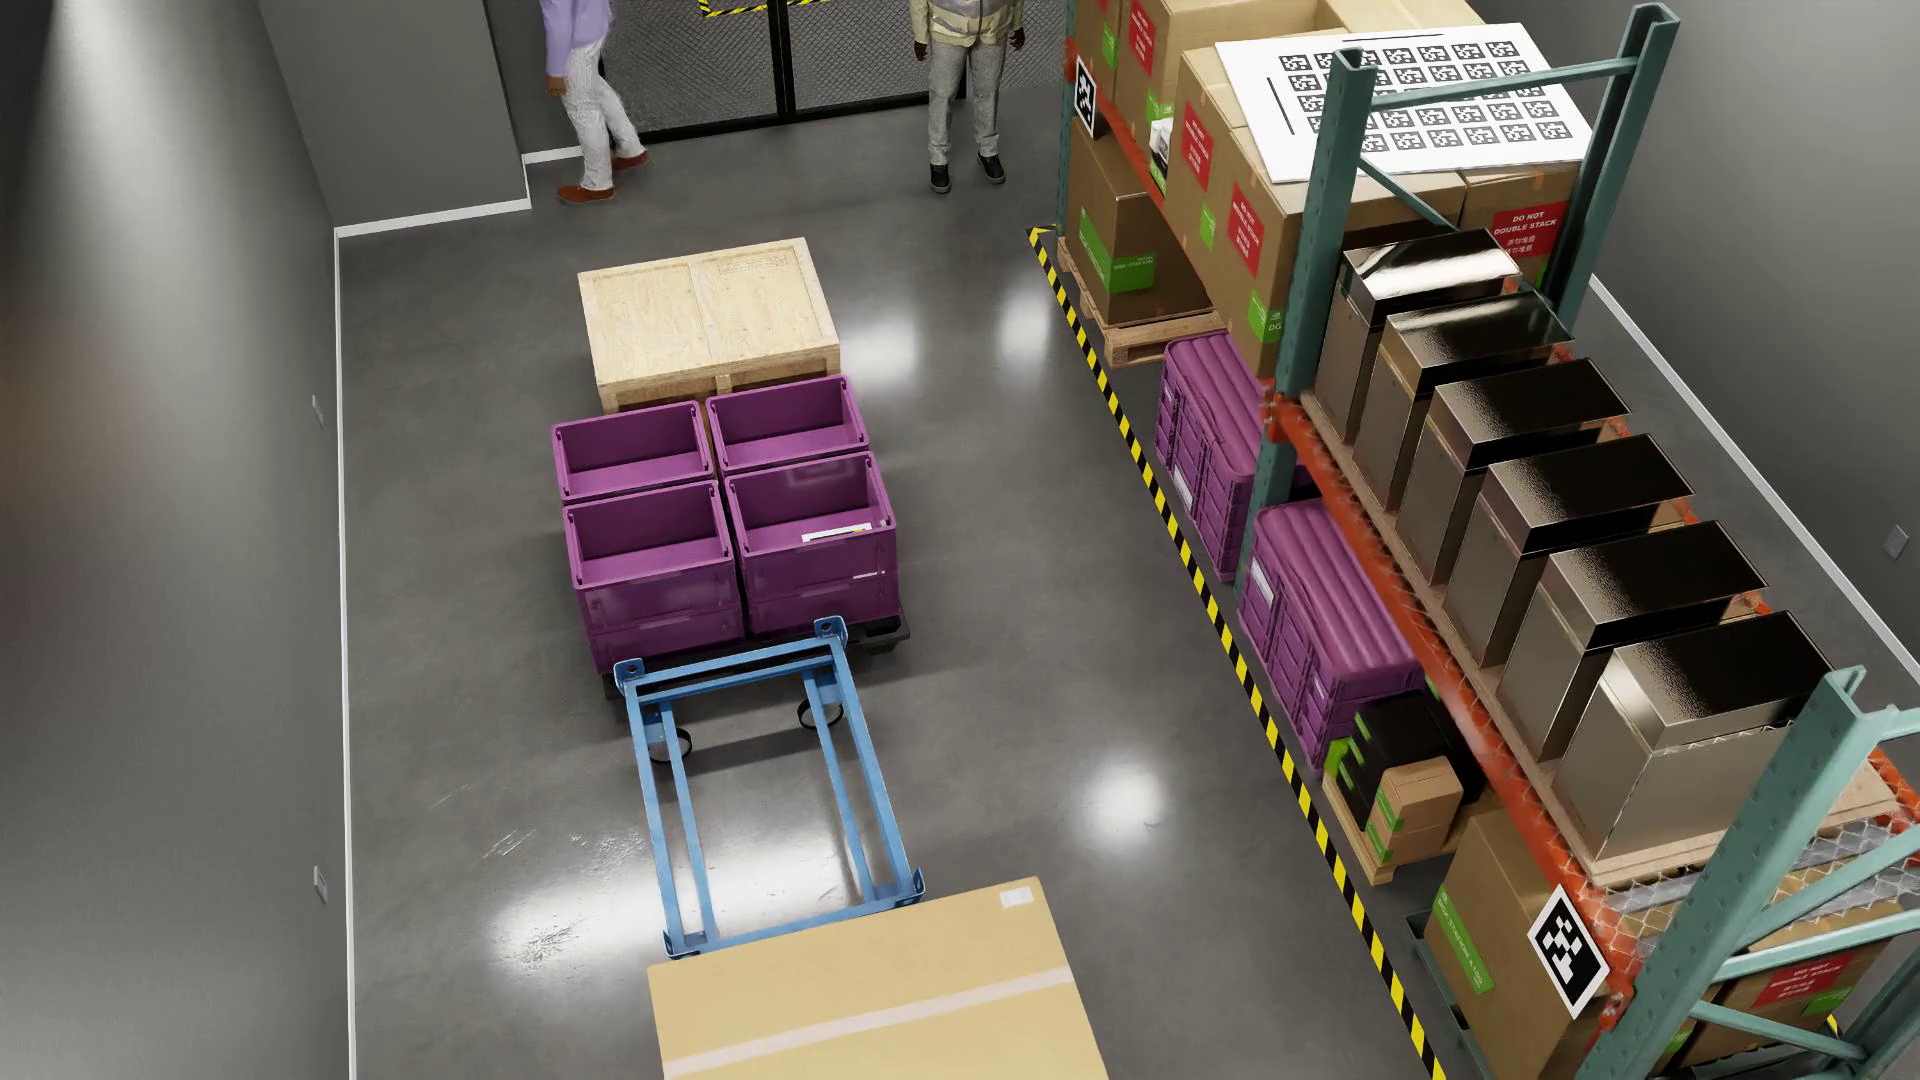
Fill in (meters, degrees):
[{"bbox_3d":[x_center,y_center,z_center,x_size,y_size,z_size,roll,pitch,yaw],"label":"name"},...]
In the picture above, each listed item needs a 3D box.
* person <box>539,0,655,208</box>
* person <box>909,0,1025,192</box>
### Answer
[{"bbox_3d":[-1.911,-2.504,8.187,0.402,1.935,0.654,1,47,1],"label":"person"},{"bbox_3d":[0.050,-2.588,8.335,0.600,1.830,0.403,-11,48,-10],"label":"person"}]
